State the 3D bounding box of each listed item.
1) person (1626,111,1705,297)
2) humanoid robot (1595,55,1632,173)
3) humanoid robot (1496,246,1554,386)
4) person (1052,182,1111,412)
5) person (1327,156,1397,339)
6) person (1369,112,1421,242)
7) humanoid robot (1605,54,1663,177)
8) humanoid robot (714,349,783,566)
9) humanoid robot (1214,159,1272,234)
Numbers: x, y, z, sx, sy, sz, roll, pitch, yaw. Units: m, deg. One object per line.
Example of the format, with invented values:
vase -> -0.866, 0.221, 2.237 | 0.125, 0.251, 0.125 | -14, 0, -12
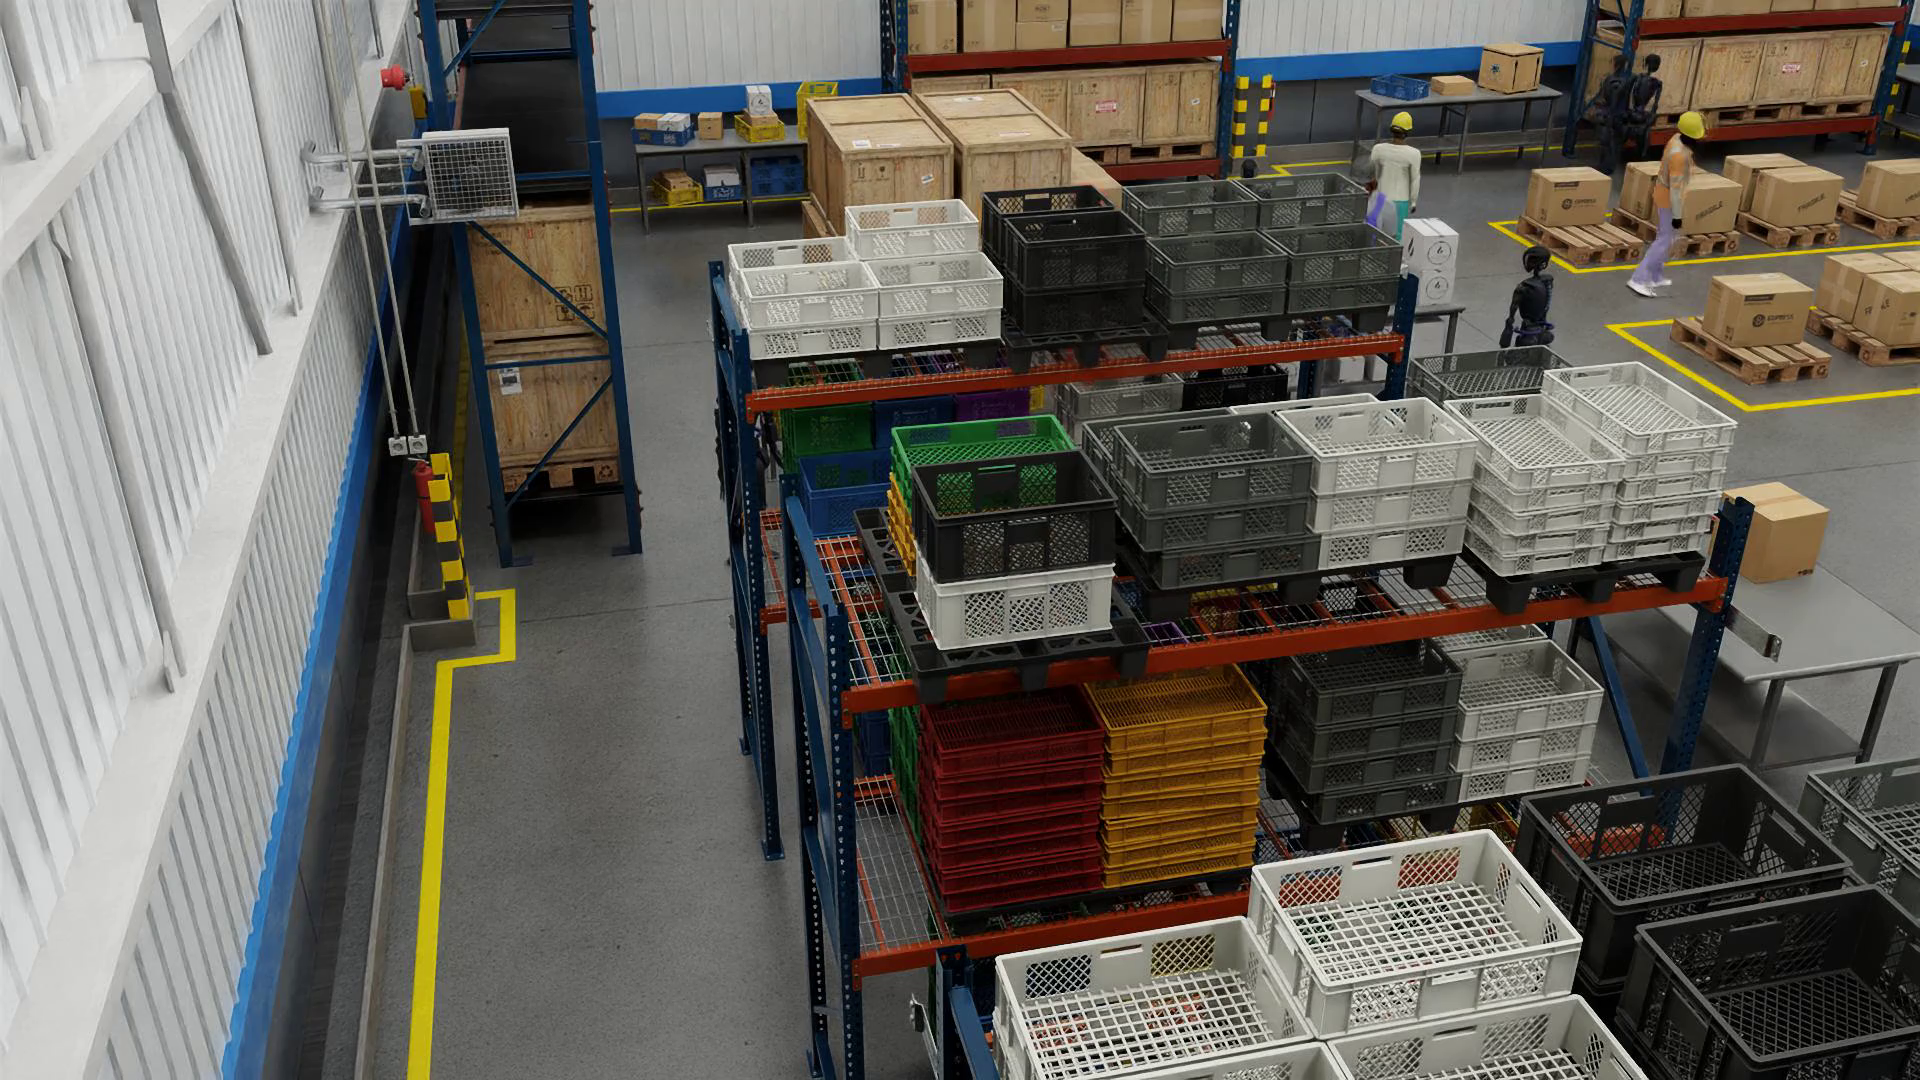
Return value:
person -> 7.137, -3.409, 16.789 | 0.500, 1.882, 0.686 | 8, 29, 15
humanoid robot -> 7.846, -5.016, 20.058 | 0.432, 1.647, 0.586 | 8, 29, 14
humanoid robot -> 4.590, -1.588, 13.548 | 0.564, 1.653, 0.368 | -19, 33, -32
person -> 1.044, -1.997, 14.015 | 0.787, 1.965, 0.572 | 15, 31, 27
person -> 3.479, -2.447, 14.791 | 0.694, 2.000, 0.749 | 11, 30, 20
person -> 4.444, -3.511, 17.101 | 0.532, 1.768, 0.308 | 14, 31, 24
humanoid robot -> 8.205, -5.074, 20.232 | 0.820, 1.597, 0.607 | -15, 31, -26
humanoid robot -> -1.486, -0.568, 11.615 | 0.331, 1.648, 0.591 | 18, 33, 30
humanoid robot -> 2.707, -2.827, 15.896 | 0.577, 1.651, 0.322 | 6, 28, 11
